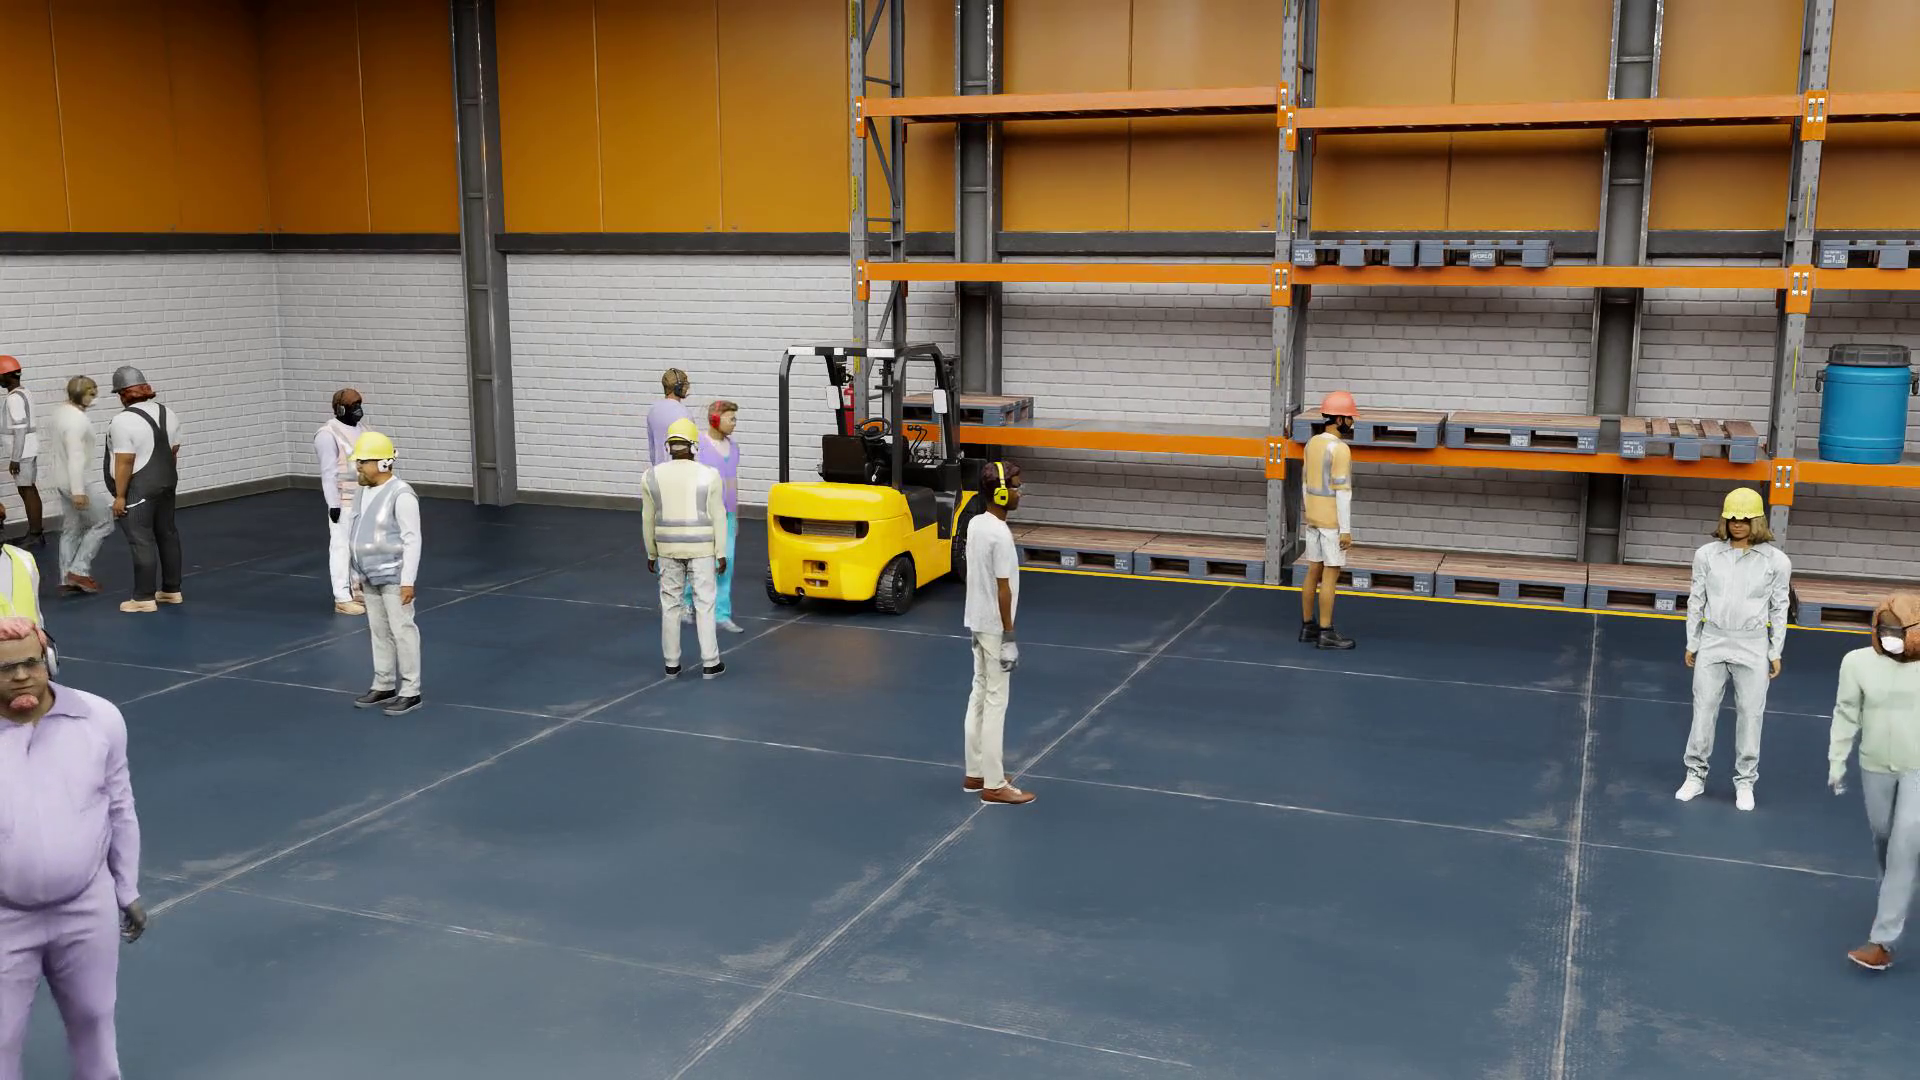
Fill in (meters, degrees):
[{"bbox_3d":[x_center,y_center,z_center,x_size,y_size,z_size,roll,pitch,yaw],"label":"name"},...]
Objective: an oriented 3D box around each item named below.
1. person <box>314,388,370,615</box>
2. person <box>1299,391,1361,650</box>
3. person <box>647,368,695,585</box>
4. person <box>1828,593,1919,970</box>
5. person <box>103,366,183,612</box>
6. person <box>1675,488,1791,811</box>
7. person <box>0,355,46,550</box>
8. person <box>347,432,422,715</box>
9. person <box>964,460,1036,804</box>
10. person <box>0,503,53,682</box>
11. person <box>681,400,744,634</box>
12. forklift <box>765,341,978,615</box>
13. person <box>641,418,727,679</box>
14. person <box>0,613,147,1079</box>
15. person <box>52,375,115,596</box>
[{"bbox_3d":[-4.992,-0.324,13.677,0.430,1.845,0.619,3,10,14],"label":"person"},{"bbox_3d":[2.783,-0.151,12.450,0.375,1.935,0.551,-3,11,-17],"label":"person"},{"bbox_3d":[-2.493,-0.540,14.611,0.372,1.940,0.627,-9,14,-42],"label":"person"},{"bbox_3d":[4.003,0.994,7.065,0.879,1.583,0.540,-9,14,-42],"label":"person"},{"bbox_3d":[-6.786,-0.434,13.738,0.535,2.000,0.674,3,10,14],"label":"person"},{"bbox_3d":[4.144,0.581,8.912,0.493,1.742,0.322,6,12,32],"label":"person"},{"bbox_3d":[-9.301,-0.859,16.423,0.372,1.928,0.543,-4,11,-20],"label":"person"},{"bbox_3d":[-3.712,0.211,10.720,0.591,1.833,0.404,8,13,38],"label":"person"},{"bbox_3d":[0.193,0.493,9.046,0.334,1.873,0.517,-4,11,-20],"label":"person"},{"bbox_3d":[-4.642,0.693,8.012,0.430,1.845,0.619,4,11,21],"label":"person"},{"bbox_3d":[-1.923,-0.179,12.918,0.505,1.820,0.599,7,12,32],"label":"person"},{"bbox_3d":[-0.739,-0.602,14.246,1.214,2.155,2.313,4,11,21],"label":"forklift"},{"bbox_3d":[-1.898,0.068,11.552,0.589,1.822,0.403,1,10,4],"label":"person"},{"bbox_3d":[-2.897,1.160,5.230,0.649,1.906,0.404,-10,14,-44],"label":"person"},{"bbox_3d":[-7.529,-0.455,14.210,0.483,1.908,0.735,-7,12,-34],"label":"person"}]
